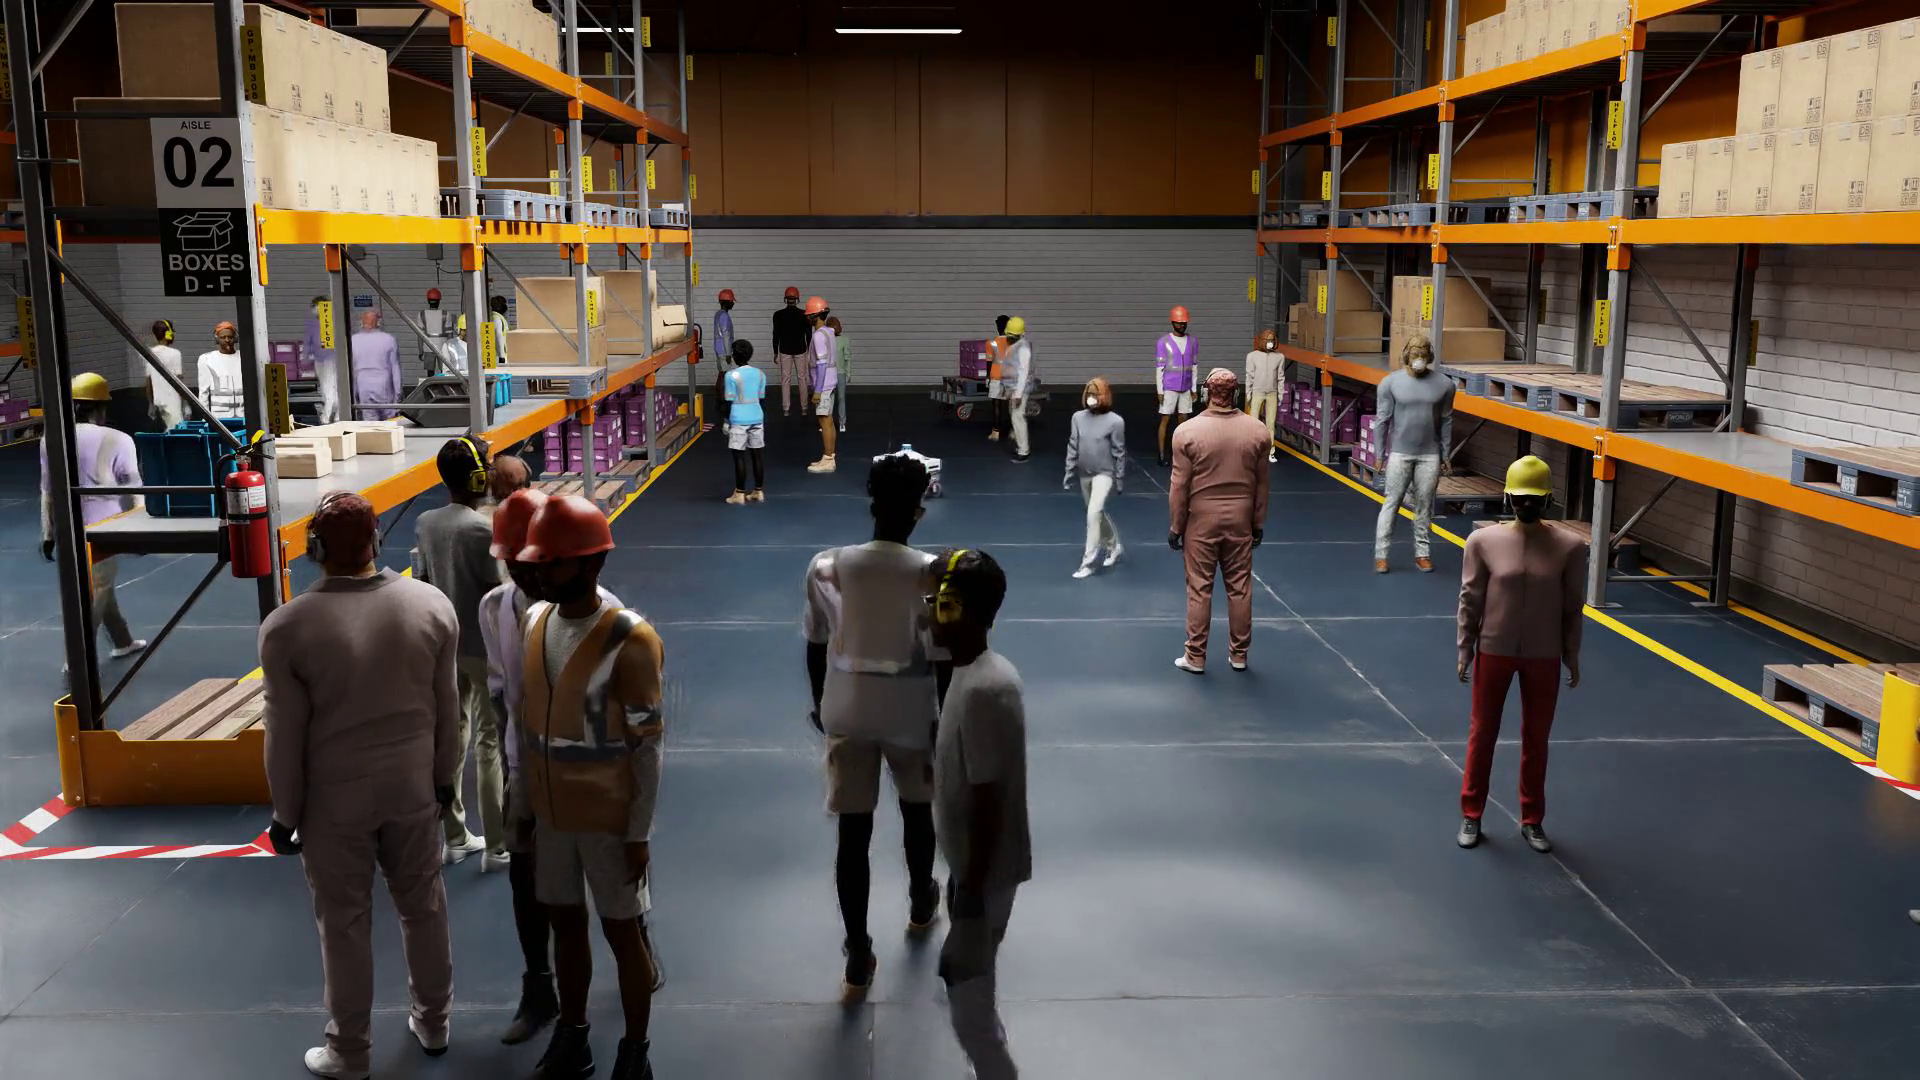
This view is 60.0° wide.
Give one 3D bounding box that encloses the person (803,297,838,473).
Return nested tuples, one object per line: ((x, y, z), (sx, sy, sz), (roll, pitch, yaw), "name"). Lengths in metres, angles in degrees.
((-1.631, -1.800, 19.384), (0.394, 2.038, 0.605), (1, 10, 6), "person")

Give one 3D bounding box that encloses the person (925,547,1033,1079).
((0.058, 0.968, 4.614), (0.341, 1.876, 0.577), (0, 10, 1), "person")

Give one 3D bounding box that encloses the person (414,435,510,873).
((-2.077, 0.486, 7.112), (0.518, 1.874, 0.327), (6, 12, 29), "person")

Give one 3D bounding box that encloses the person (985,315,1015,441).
((0.582, -2.188, 22.497), (0.535, 1.697, 0.318), (-4, 11, -21), "person")

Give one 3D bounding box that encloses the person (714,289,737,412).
((-3.698, -2.997, 26.339), (0.377, 1.932, 0.552), (-4, 11, -19), "person")

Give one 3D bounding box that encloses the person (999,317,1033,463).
((0.686, -1.833, 20.286), (0.440, 1.782, 0.729), (-2, 10, -11), "person")

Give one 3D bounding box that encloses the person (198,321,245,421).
((-7.354, -1.259, 16.795), (0.585, 1.882, 0.337), (-7, 13, -36), "person")

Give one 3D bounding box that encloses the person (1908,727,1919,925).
((3.951, 0.672, 6.371), (0.522, 1.768, 0.312), (1, 10, 6), "person")

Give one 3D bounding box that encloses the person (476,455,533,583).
((-2.287, 0.362, 8.567), (0.510, 1.593, 0.841), (-2, 10, -9), "person")

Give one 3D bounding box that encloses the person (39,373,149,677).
((-5.397, -0.097, 10.356), (0.604, 1.881, 0.993), (1, 10, 5), "person")

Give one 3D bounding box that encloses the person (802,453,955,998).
((-0.272, 0.631, 6.178), (0.627, 1.915, 0.961), (1, 10, 7), "person")

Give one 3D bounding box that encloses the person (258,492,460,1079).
((-1.916, 0.789, 5.336), (0.641, 1.905, 0.410), (-10, 14, -43), "person")

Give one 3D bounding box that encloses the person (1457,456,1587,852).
((2.454, 0.505, 7.299), (0.533, 1.767, 0.326), (2, 10, 11), "person")

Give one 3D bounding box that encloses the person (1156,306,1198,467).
((2.604, -1.829, 19.867), (0.547, 1.930, 0.408), (-4, 11, -20), "person")

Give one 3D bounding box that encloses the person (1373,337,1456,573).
((3.674, -0.668, 13.466), (0.646, 1.923, 0.490), (0, 10, 2), "person")

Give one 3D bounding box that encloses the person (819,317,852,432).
((-1.785, -2.340, 23.515), (0.506, 1.632, 0.268), (1, 10, 6), "person")

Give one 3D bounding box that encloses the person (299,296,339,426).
((-9.136, -2.515, 23.742), (0.637, 1.905, 0.886), (5, 11, 25), "person")

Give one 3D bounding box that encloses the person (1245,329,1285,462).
((3.710, -1.749, 20.248), (0.496, 1.629, 0.277), (-1, 10, -8), "person")

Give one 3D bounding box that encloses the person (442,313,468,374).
((-5.950, -1.827, 20.126), (0.586, 1.827, 0.404), (-6, 12, -29), "person")

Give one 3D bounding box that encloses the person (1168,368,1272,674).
((1.596, -0.113, 10.351), (0.642, 1.908, 0.407), (-2, 10, -11), "person")

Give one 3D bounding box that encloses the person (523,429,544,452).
((-5.420, -2.047, 21.338), (0.625, 1.836, 0.428), (-6, 12, -32), "person")

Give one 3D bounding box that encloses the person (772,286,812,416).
((-2.585, -2.910, 25.684), (0.614, 1.993, 0.395), (-1, 10, -7), "person")

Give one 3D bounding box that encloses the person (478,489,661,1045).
((-1.317, 0.737, 5.741), (0.573, 1.904, 0.770), (3, 11, 16), "person")

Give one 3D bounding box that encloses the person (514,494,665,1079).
((-1.155, 0.818, 5.075), (0.542, 1.939, 0.363), (6, 12, 29), "person")

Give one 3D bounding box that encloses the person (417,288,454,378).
((-8.416, -3.064, 26.709), (0.573, 1.933, 0.374), (-3, 11, -14), "person")

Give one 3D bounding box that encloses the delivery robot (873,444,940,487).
((-0.559, -0.766, 17.493), (0.707, 0.478, 0.477), (7, 12, 34), "delivery robot")

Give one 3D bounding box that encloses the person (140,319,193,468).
((-8.649, -1.476, 18.103), (0.520, 1.855, 0.702), (5, 11, 27), "person")

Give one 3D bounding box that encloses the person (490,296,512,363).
((-7.186, -2.899, 26.053), (0.429, 1.841, 0.633), (-3, 11, -18), "person")

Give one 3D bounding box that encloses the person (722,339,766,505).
((-2.200, -1.204, 17.031), (0.319, 1.694, 0.537), (8, 13, 39), "person")

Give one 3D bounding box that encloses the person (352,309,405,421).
((-6.923, -1.788, 19.752), (0.703, 1.881, 0.454), (1, 10, 5), "person")

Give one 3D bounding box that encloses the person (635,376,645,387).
((-4.855, -2.793, 25.027), (0.375, 1.997, 0.611), (-1, 10, -7), "person")

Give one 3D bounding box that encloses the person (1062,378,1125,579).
((1.139, -0.529, 13.518), (0.491, 1.600, 0.829), (9, 13, 40), "person")
